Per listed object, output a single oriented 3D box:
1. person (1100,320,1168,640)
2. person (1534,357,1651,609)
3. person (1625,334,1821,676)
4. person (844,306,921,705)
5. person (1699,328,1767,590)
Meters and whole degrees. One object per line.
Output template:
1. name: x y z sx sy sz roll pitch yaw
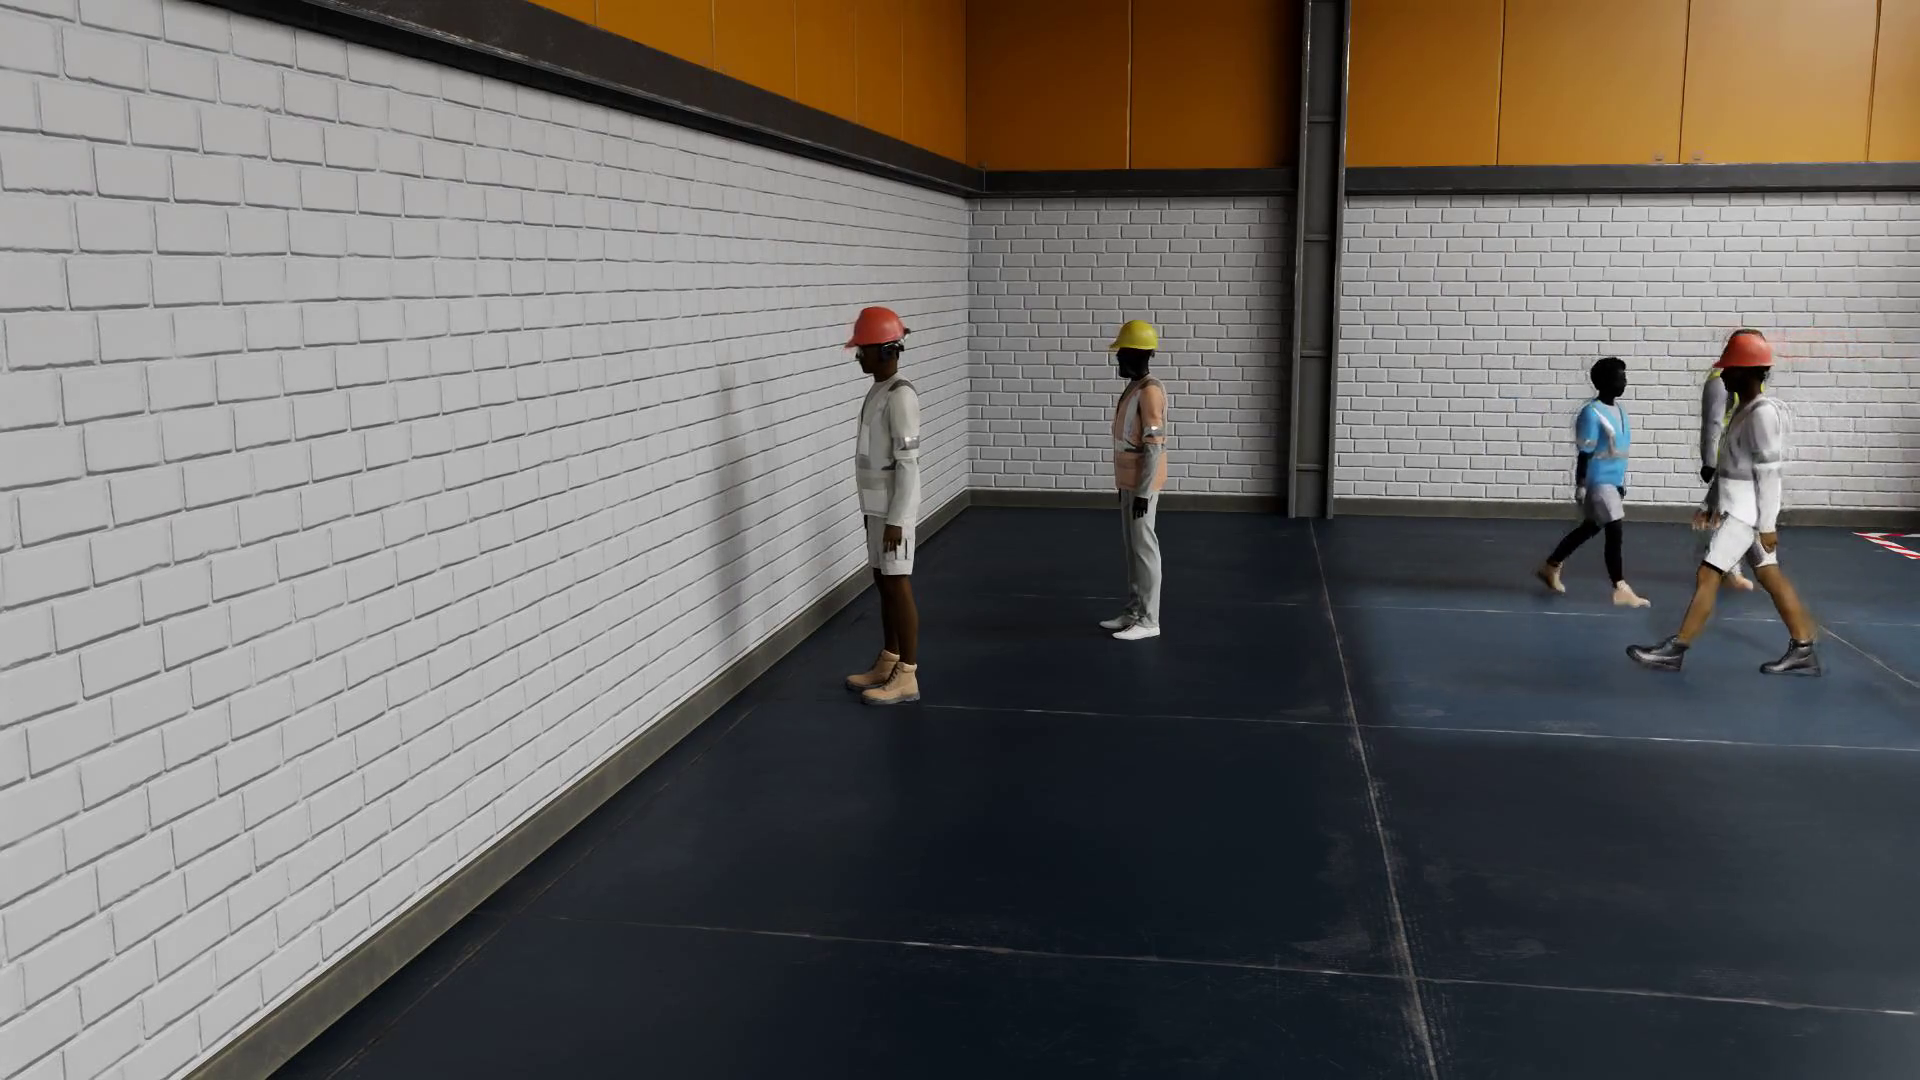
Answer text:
1. person: 1.067 -0.361 10.065 0.359 1.930 0.588 -1 9 -7
2. person: 4.264 -0.407 11.177 0.824 1.662 0.533 9 13 43
3. person: 4.267 -0.176 9.089 1.009 1.888 0.550 4 10 21
4. person: -0.399 -0.175 8.566 0.384 2.043 0.605 -3 9 -15
5. person: 5.509 -0.566 11.697 0.621 1.821 0.636 9 13 44
